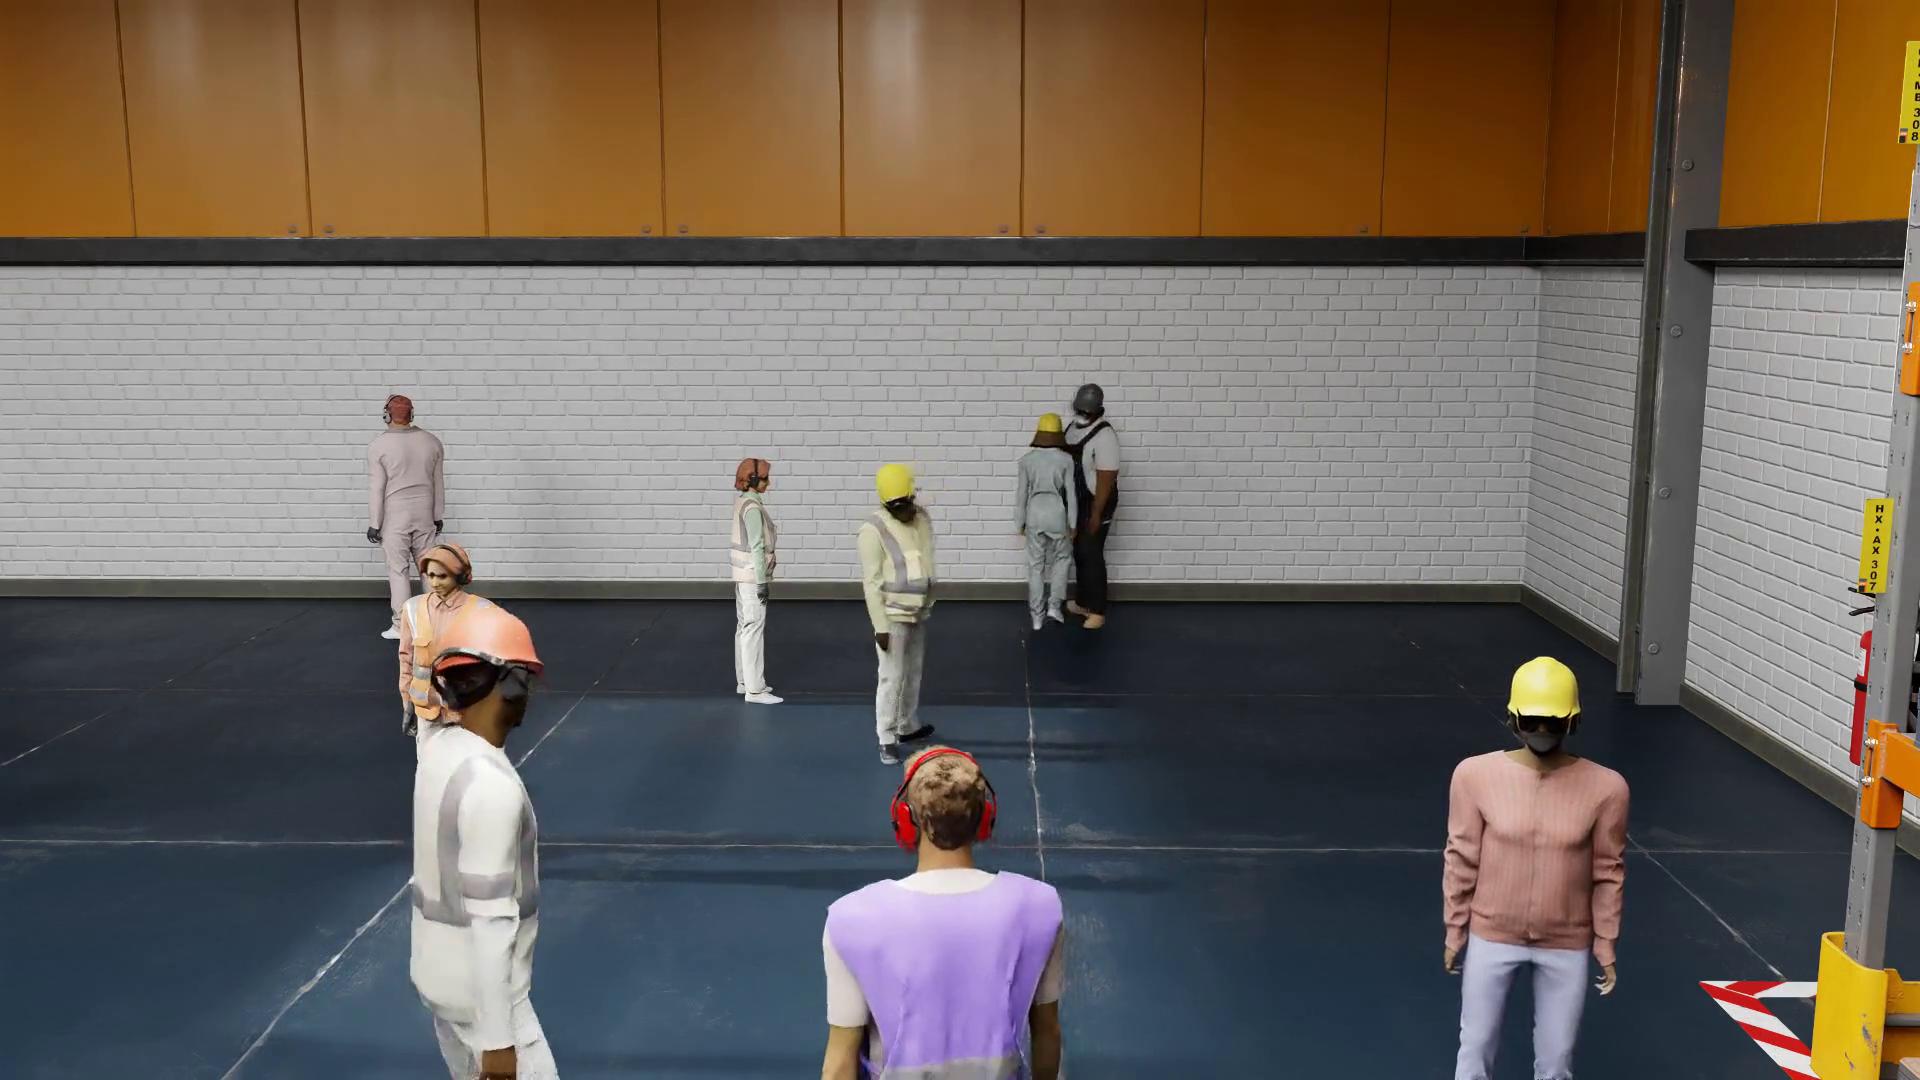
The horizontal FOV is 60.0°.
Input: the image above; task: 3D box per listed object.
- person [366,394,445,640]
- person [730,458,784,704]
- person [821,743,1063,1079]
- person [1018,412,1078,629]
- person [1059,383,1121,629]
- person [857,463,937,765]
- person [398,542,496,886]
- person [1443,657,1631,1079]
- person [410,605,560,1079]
[{"bbox_3d":[-4.320,-0.176,12.931,0.401,1.906,0.649,8,13,41],"label":"person"},{"bbox_3d":[-1.372,0.270,11.065,0.307,1.638,0.511,-3,10,-18],"label":"person"},{"bbox_3d":[-0.061,1.371,3.887,0.614,1.821,0.578,-3,10,-16],"label":"person"},{"bbox_3d":[0.706,-0.154,13.298,0.516,1.728,0.390,3,10,18],"label":"person"},{"bbox_3d":[0.958,-0.325,13.419,0.537,2.000,0.863,-3,10,-19],"label":"person"},{"bbox_3d":[-0.308,0.412,9.795,0.417,1.785,0.740,6,11,33],"label":"person"},{"bbox_3d":[-2.370,0.816,7.787,0.514,1.640,0.309,1,10,8],"label":"person"},{"bbox_3d":[1.728,1.212,5.034,0.526,1.768,0.331,3,10,15],"label":"person"},{"bbox_3d":[-1.264,1.184,4.492,0.451,2.005,0.707,-6,11,-30],"label":"person"}]
